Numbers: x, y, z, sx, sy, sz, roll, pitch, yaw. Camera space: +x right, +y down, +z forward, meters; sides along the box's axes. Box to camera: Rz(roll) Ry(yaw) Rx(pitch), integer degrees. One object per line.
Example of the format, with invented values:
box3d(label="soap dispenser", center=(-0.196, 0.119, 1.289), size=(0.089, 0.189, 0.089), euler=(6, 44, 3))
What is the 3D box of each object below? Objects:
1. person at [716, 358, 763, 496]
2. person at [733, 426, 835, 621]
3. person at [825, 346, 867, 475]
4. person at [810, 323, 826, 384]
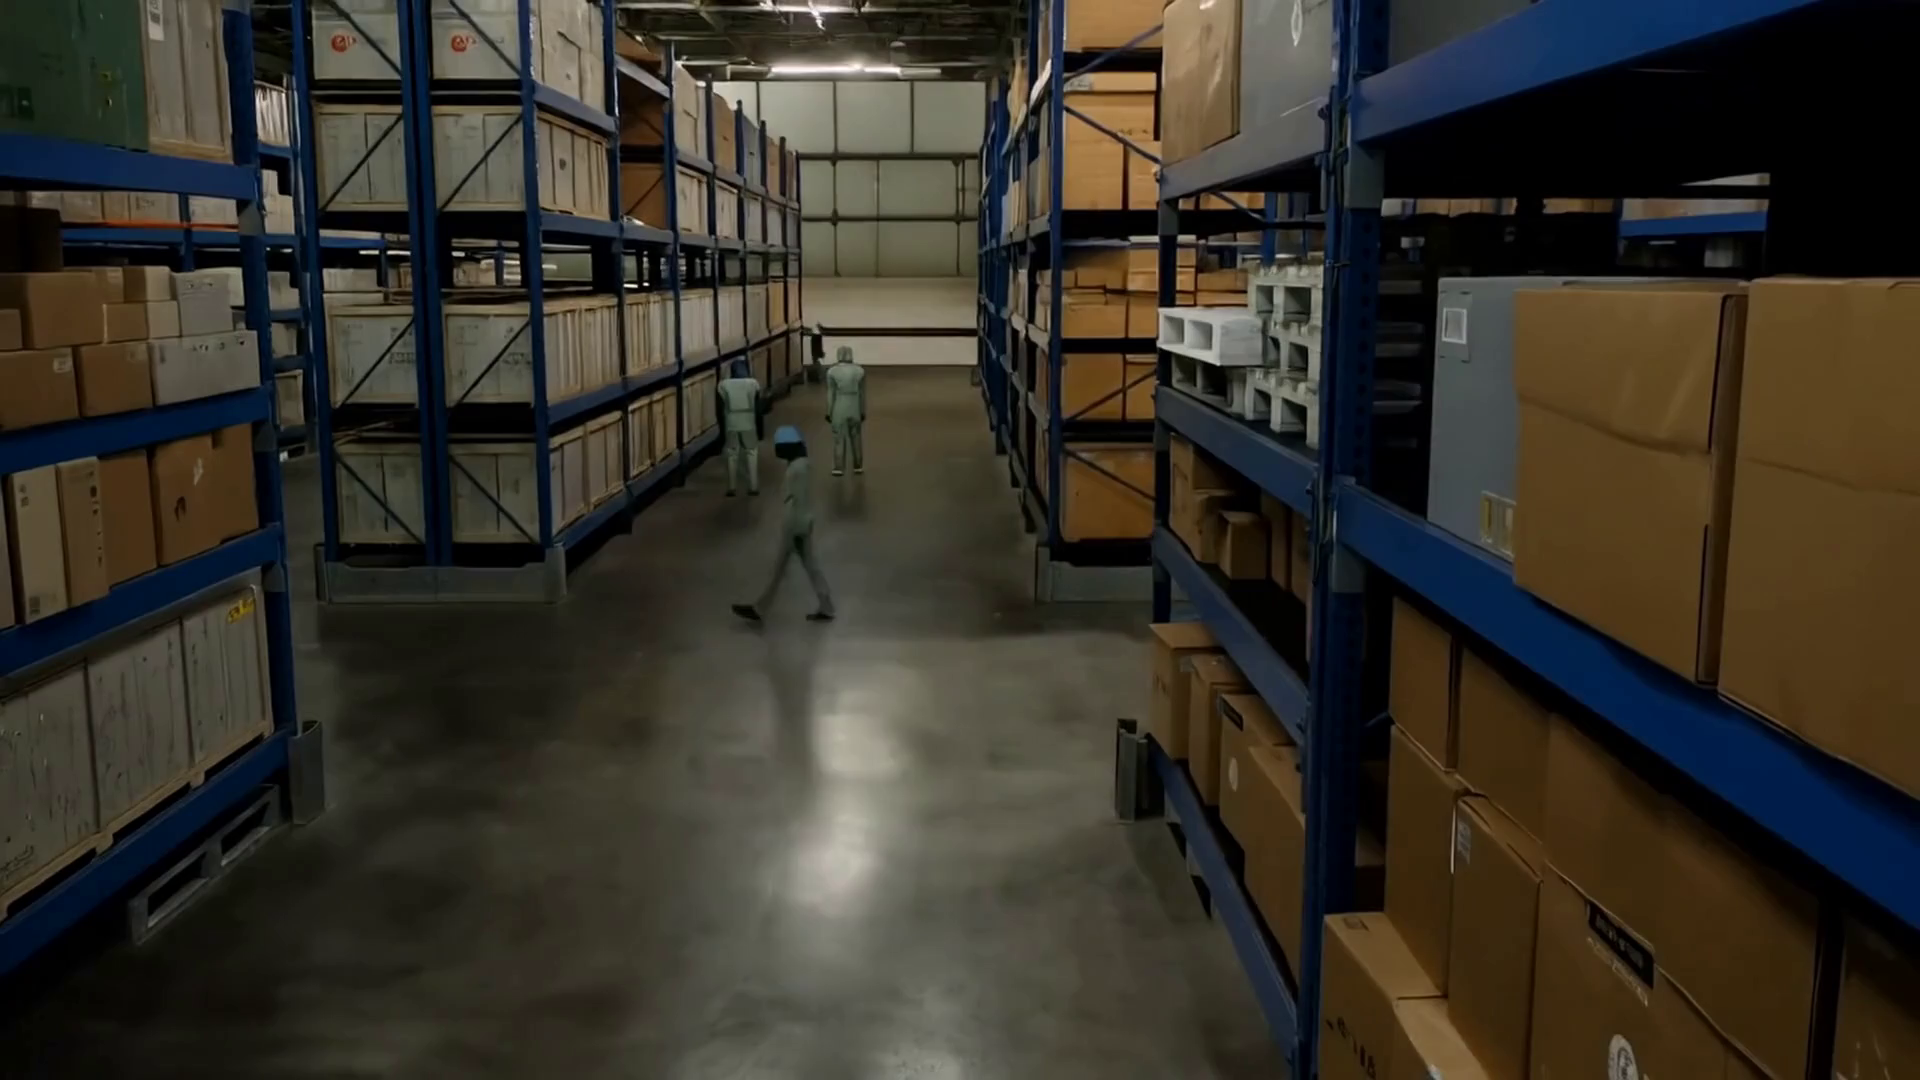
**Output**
box3d(label="person", center=(-2.941, -1.507, 22.276), size=(0.621, 1.845, 0.429), euler=(-1, 9, -4))
box3d(label="person", center=(-1.496, -0.132, 14.272), size=(0.900, 1.690, 0.510), euler=(0, 9, -2))
box3d(label="person", center=(-1.696, -1.908, 24.557), size=(0.639, 1.902, 0.407), euler=(-4, 10, -25))
box3d(label="person", center=(-3.748, -4.916, 43.837), size=(0.399, 1.623, 0.543), euler=(1, 9, 8))
